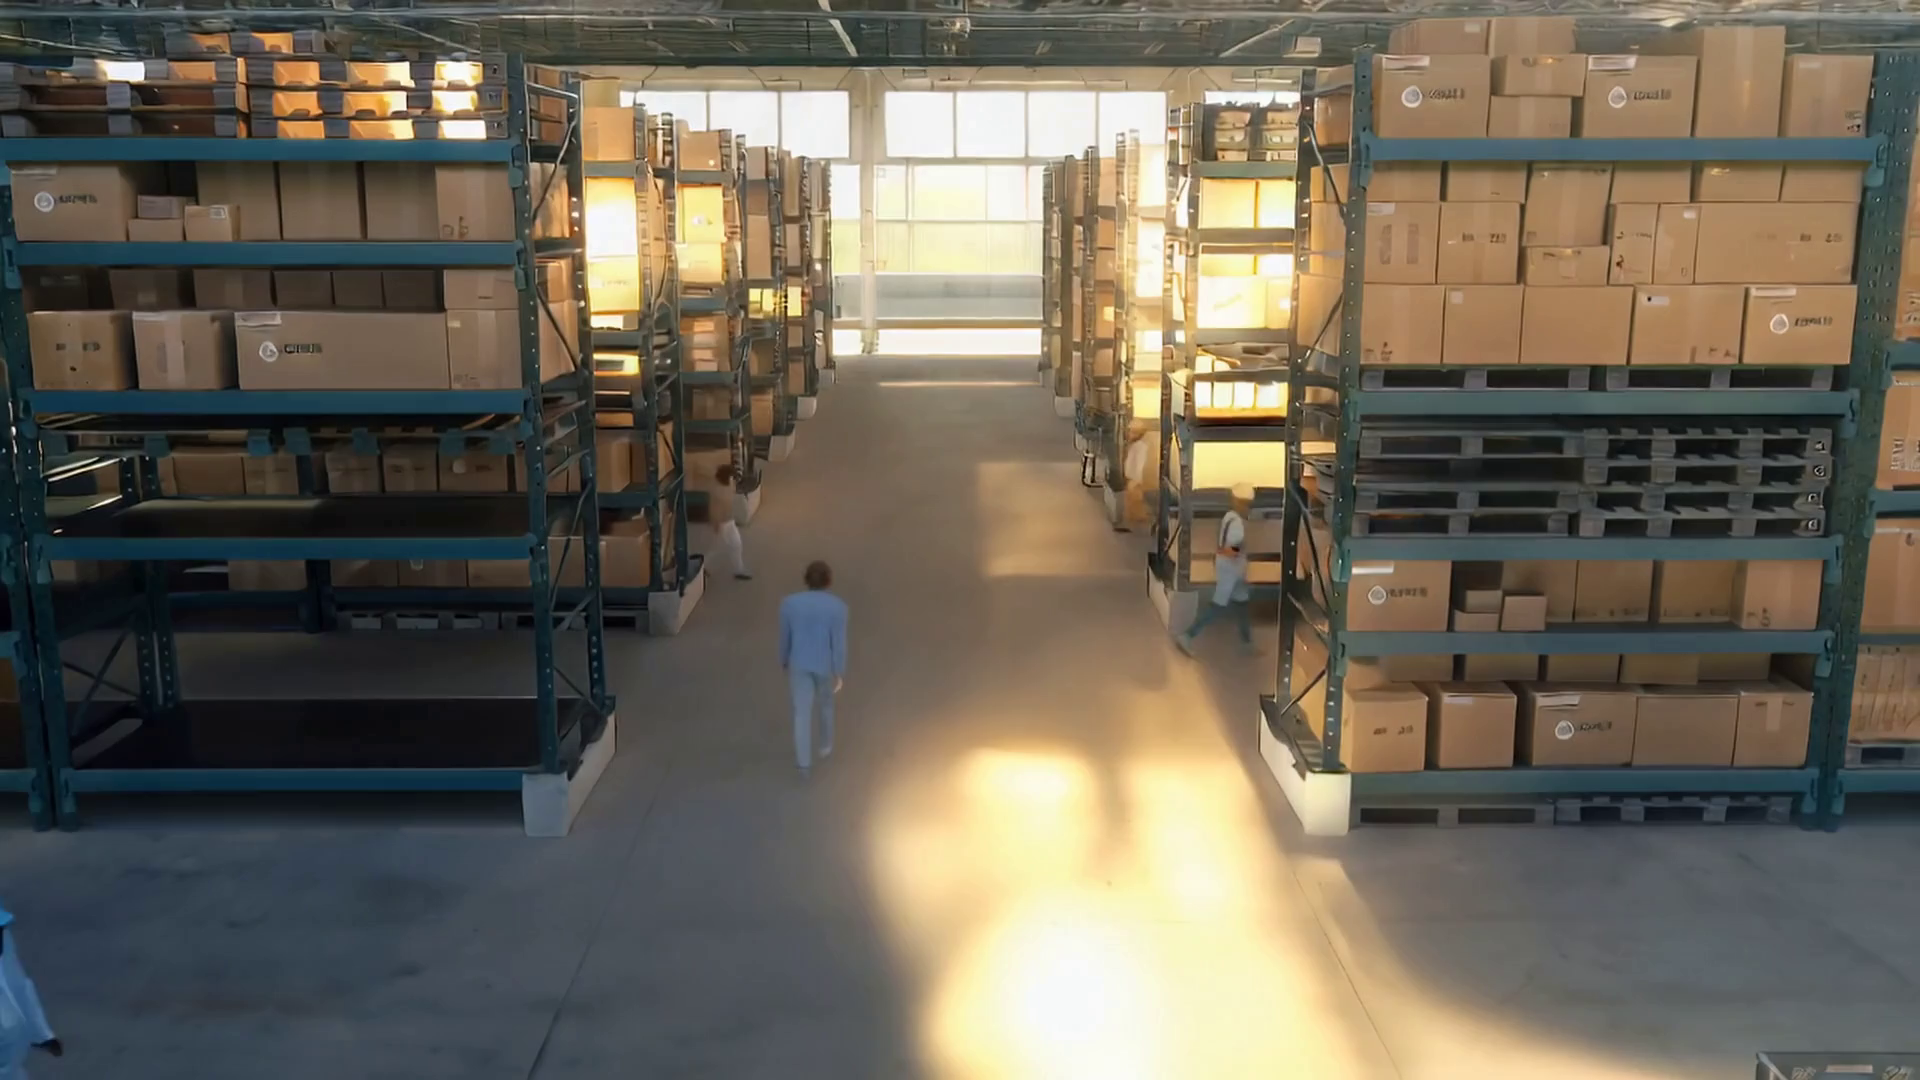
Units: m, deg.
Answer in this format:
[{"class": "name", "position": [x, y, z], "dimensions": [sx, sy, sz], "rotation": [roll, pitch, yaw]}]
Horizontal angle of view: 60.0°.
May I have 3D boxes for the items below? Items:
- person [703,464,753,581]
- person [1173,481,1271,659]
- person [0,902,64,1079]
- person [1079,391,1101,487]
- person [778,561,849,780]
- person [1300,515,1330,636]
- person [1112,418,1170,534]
[{"class": "person", "position": [-3.185, -0.242, 22.114], "dimensions": [0.777, 1.597, 0.517], "rotation": [4, 12, 20]}, {"class": "person", "position": [2.877, 0.346, 18.212], "dimensions": [1.029, 1.997, 0.633], "rotation": [1, 11, 4]}, {"class": "person", "position": [-4.615, 2.501, 8.047], "dimensions": [0.940, 1.777, 0.591], "rotation": [-1, 11, -4]}, {"class": "person", "position": [2.323, -1.800, 29.590], "dimensions": [0.319, 1.692, 0.536], "rotation": [-7, 13, -29]}, {"class": "person", "position": [-1.292, 1.117, 14.689], "dimensions": [0.643, 1.884, 1.062], "rotation": [0, 11, 0]}, {"class": "person", "position": [4.112, 0.269, 18.797], "dimensions": [0.403, 1.904, 0.652], "rotation": [-5, 12, -22]}, {"class": "person", "position": [2.748, -0.952, 25.135], "dimensions": [0.785, 1.798, 0.596], "rotation": [1, 11, 3]}]
